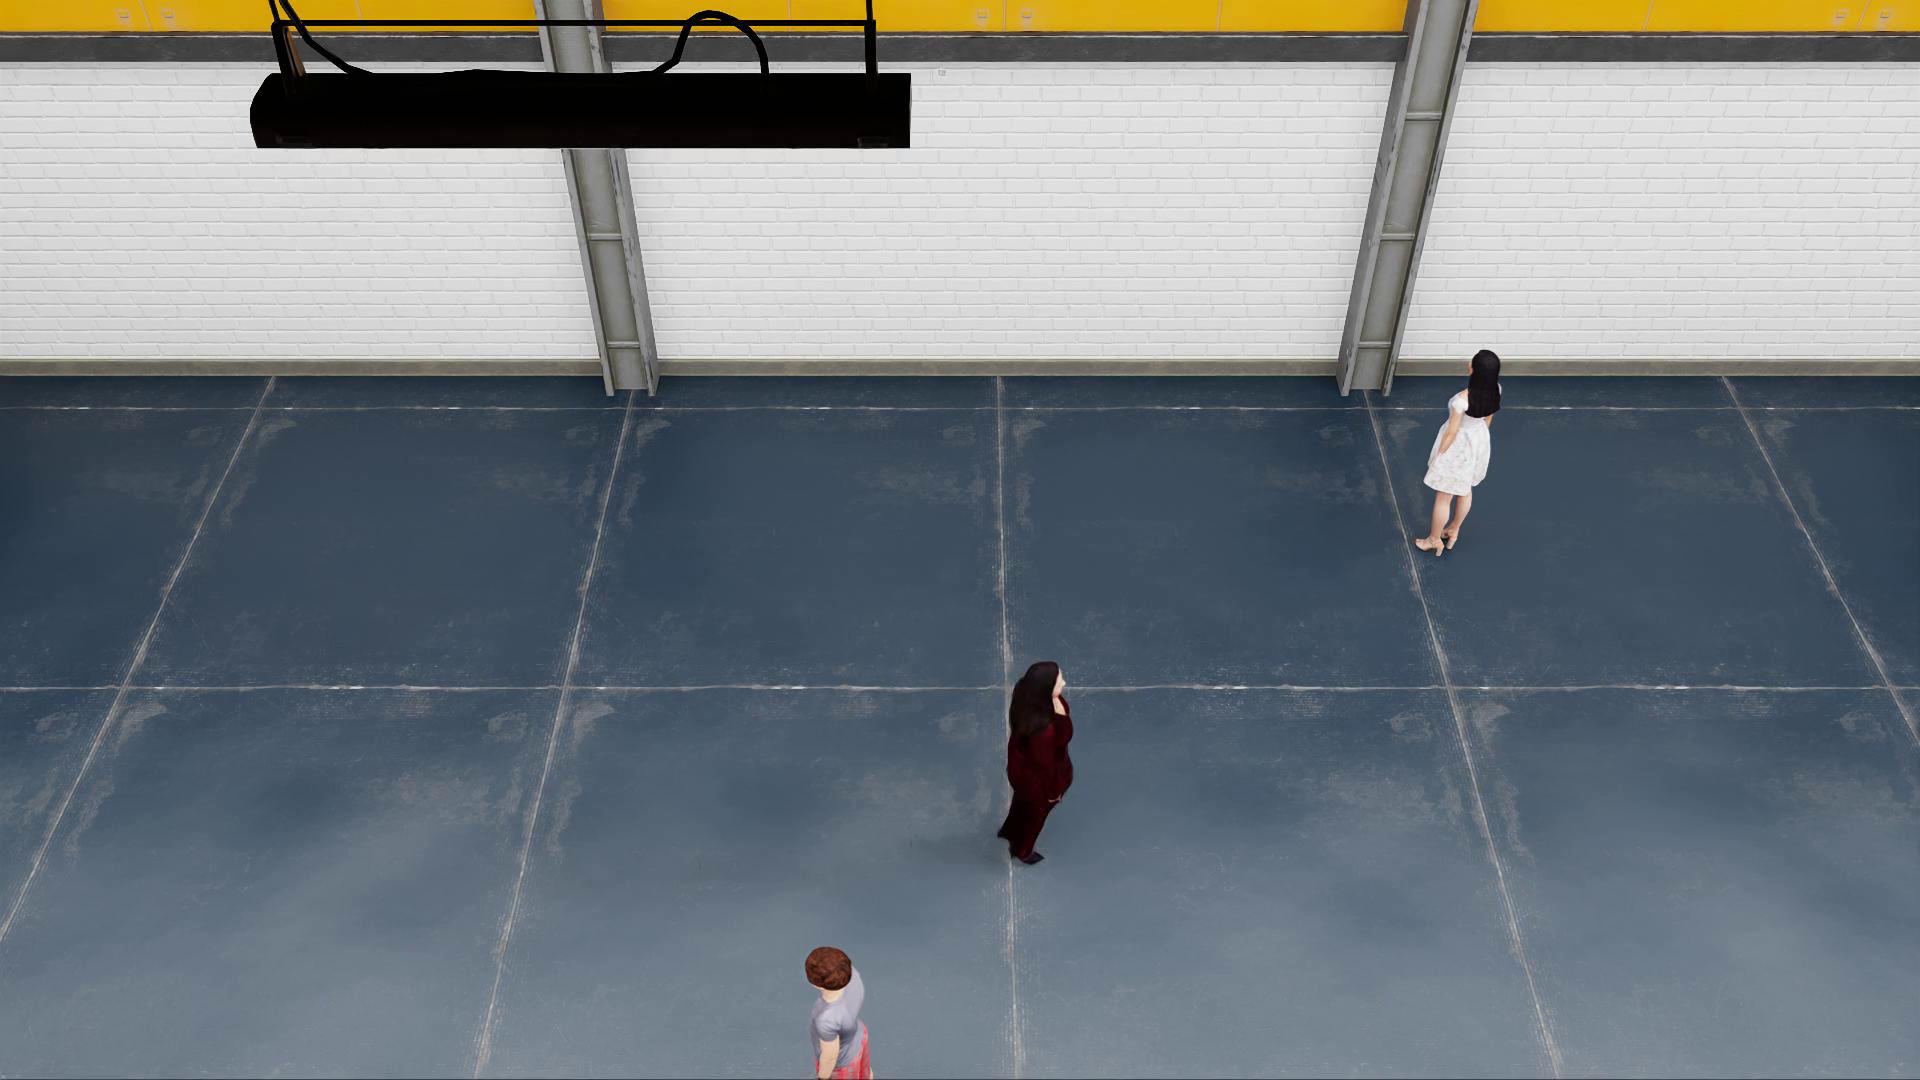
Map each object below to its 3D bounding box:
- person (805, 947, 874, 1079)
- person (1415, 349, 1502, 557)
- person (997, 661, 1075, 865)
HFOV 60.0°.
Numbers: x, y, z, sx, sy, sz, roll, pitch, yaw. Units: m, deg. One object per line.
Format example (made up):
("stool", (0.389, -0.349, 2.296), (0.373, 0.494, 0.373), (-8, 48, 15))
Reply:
("person", (-0.597, 2.579, 8.433), (0.626, 1.651, 0.645), (13, 45, 13))
("person", (3.520, -0.609, 11.689), (0.730, 1.775, 0.822), (-20, 47, -20))
("person", (0.357, 1.311, 9.692), (0.719, 1.749, 0.705), (-4, 44, -4))
